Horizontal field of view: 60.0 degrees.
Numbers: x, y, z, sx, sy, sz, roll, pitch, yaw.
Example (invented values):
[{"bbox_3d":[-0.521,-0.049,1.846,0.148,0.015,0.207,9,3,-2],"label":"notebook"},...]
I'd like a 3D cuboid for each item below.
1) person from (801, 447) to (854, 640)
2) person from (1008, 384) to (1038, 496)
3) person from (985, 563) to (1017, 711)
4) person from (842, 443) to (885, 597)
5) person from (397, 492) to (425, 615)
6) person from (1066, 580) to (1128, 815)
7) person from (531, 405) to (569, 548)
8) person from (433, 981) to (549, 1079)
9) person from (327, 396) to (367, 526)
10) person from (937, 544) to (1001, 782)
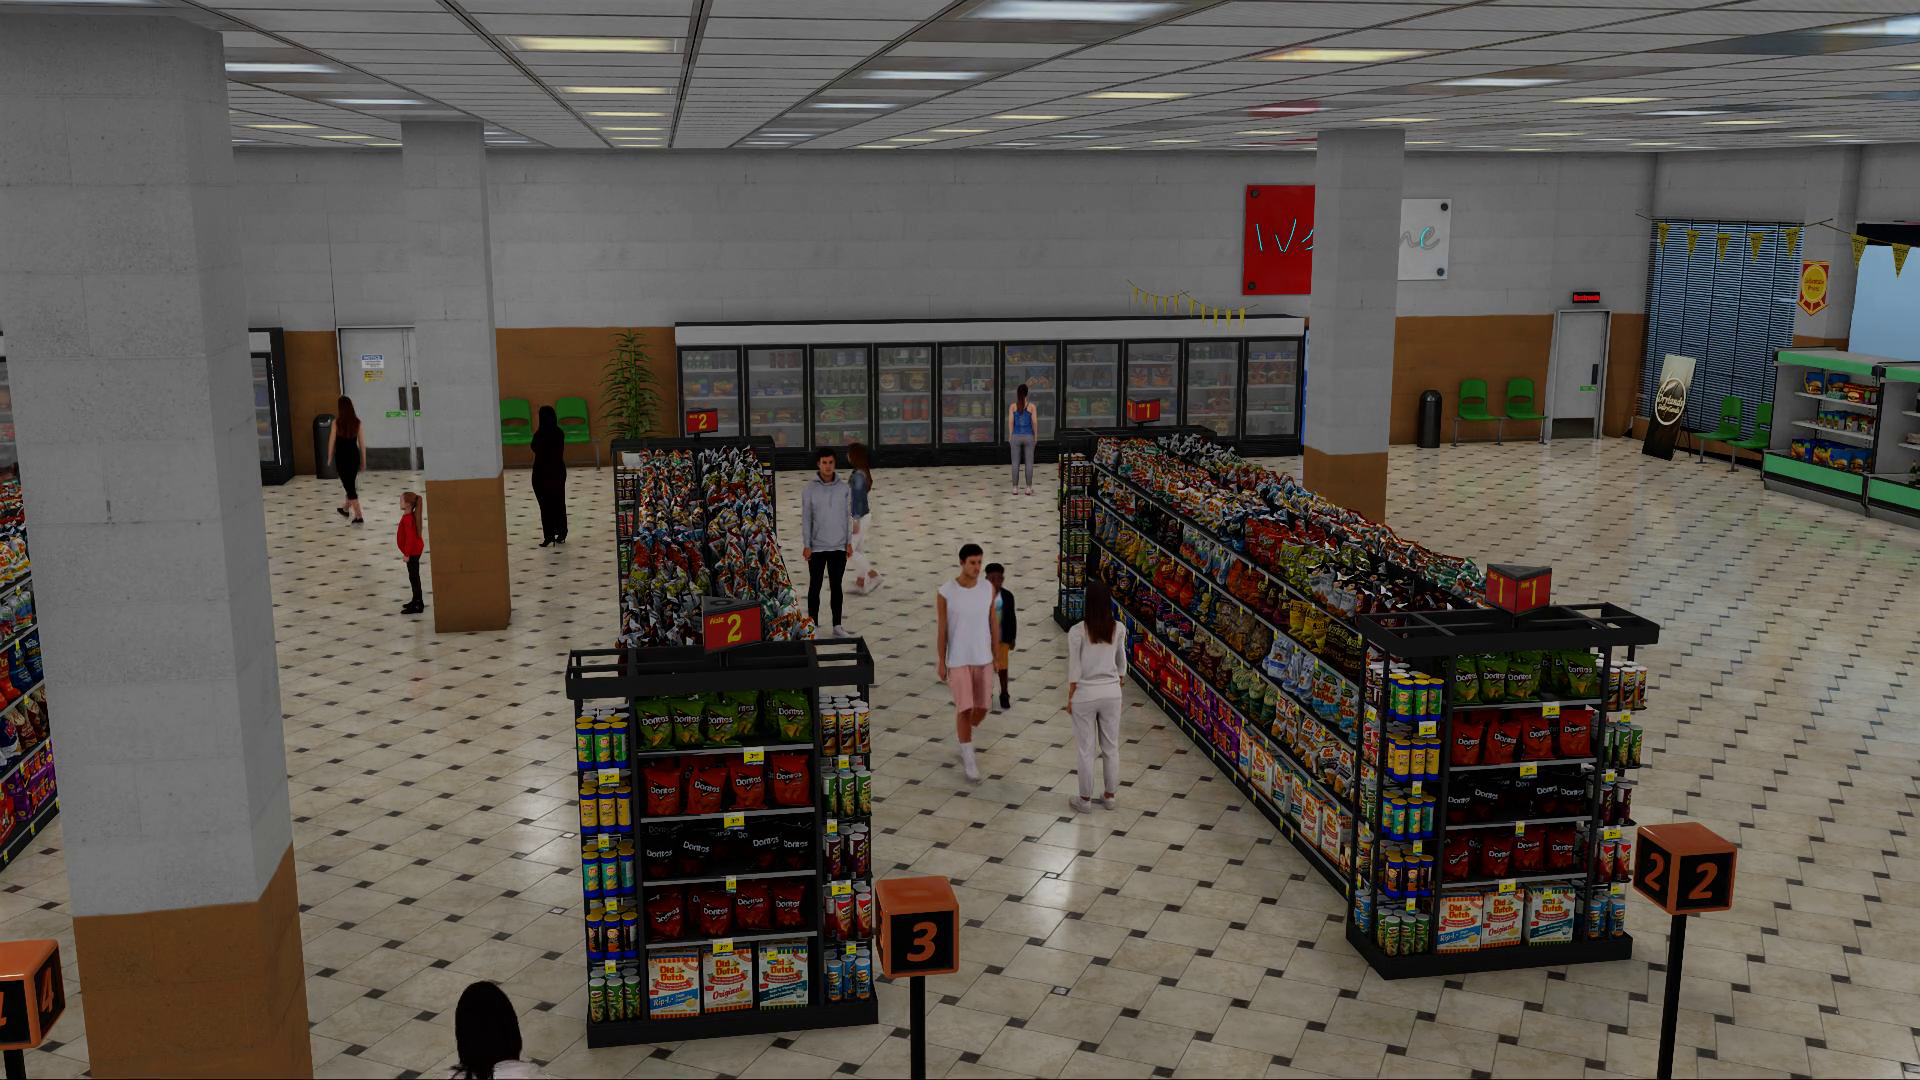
[{"bbox_3d":[-1.313,0.034,16.315,0.732,1.931,0.685,-5,13,-23],"label":"person"},{"bbox_3d":[0.909,-1.471,24.242,0.622,1.609,0.606,1,12,4],"label":"person"},{"bbox_3d":[0.280,0.806,14.258,0.559,1.268,0.564,0,12,0],"label":"person"},{"bbox_3d":[-1.017,-0.209,18.043,0.762,1.695,0.710,0,12,0],"label":"person"},{"bbox_3d":[-5.765,0.121,17.477,0.554,1.281,0.448,-3,12,-12],"label":"person"},{"bbox_3d":[0.972,1.106,11.814,0.628,1.689,0.582,-4,13,-18],"label":"person"},{"bbox_3d":[-5.100,-0.804,20.716,0.824,1.758,0.721,5,13,22],"label":"person"},{"bbox_3d":[-1.633,2.401,5.866,0.639,1.606,0.997,-1,12,-6],"label":"person"},{"bbox_3d":[-8.013,-1.000,21.841,0.986,1.678,1.170,-11,16,-43],"label":"person"},{"bbox_3d":[0.061,0.886,12.663,0.748,1.770,1.007,-4,13,-20],"label":"person"}]
